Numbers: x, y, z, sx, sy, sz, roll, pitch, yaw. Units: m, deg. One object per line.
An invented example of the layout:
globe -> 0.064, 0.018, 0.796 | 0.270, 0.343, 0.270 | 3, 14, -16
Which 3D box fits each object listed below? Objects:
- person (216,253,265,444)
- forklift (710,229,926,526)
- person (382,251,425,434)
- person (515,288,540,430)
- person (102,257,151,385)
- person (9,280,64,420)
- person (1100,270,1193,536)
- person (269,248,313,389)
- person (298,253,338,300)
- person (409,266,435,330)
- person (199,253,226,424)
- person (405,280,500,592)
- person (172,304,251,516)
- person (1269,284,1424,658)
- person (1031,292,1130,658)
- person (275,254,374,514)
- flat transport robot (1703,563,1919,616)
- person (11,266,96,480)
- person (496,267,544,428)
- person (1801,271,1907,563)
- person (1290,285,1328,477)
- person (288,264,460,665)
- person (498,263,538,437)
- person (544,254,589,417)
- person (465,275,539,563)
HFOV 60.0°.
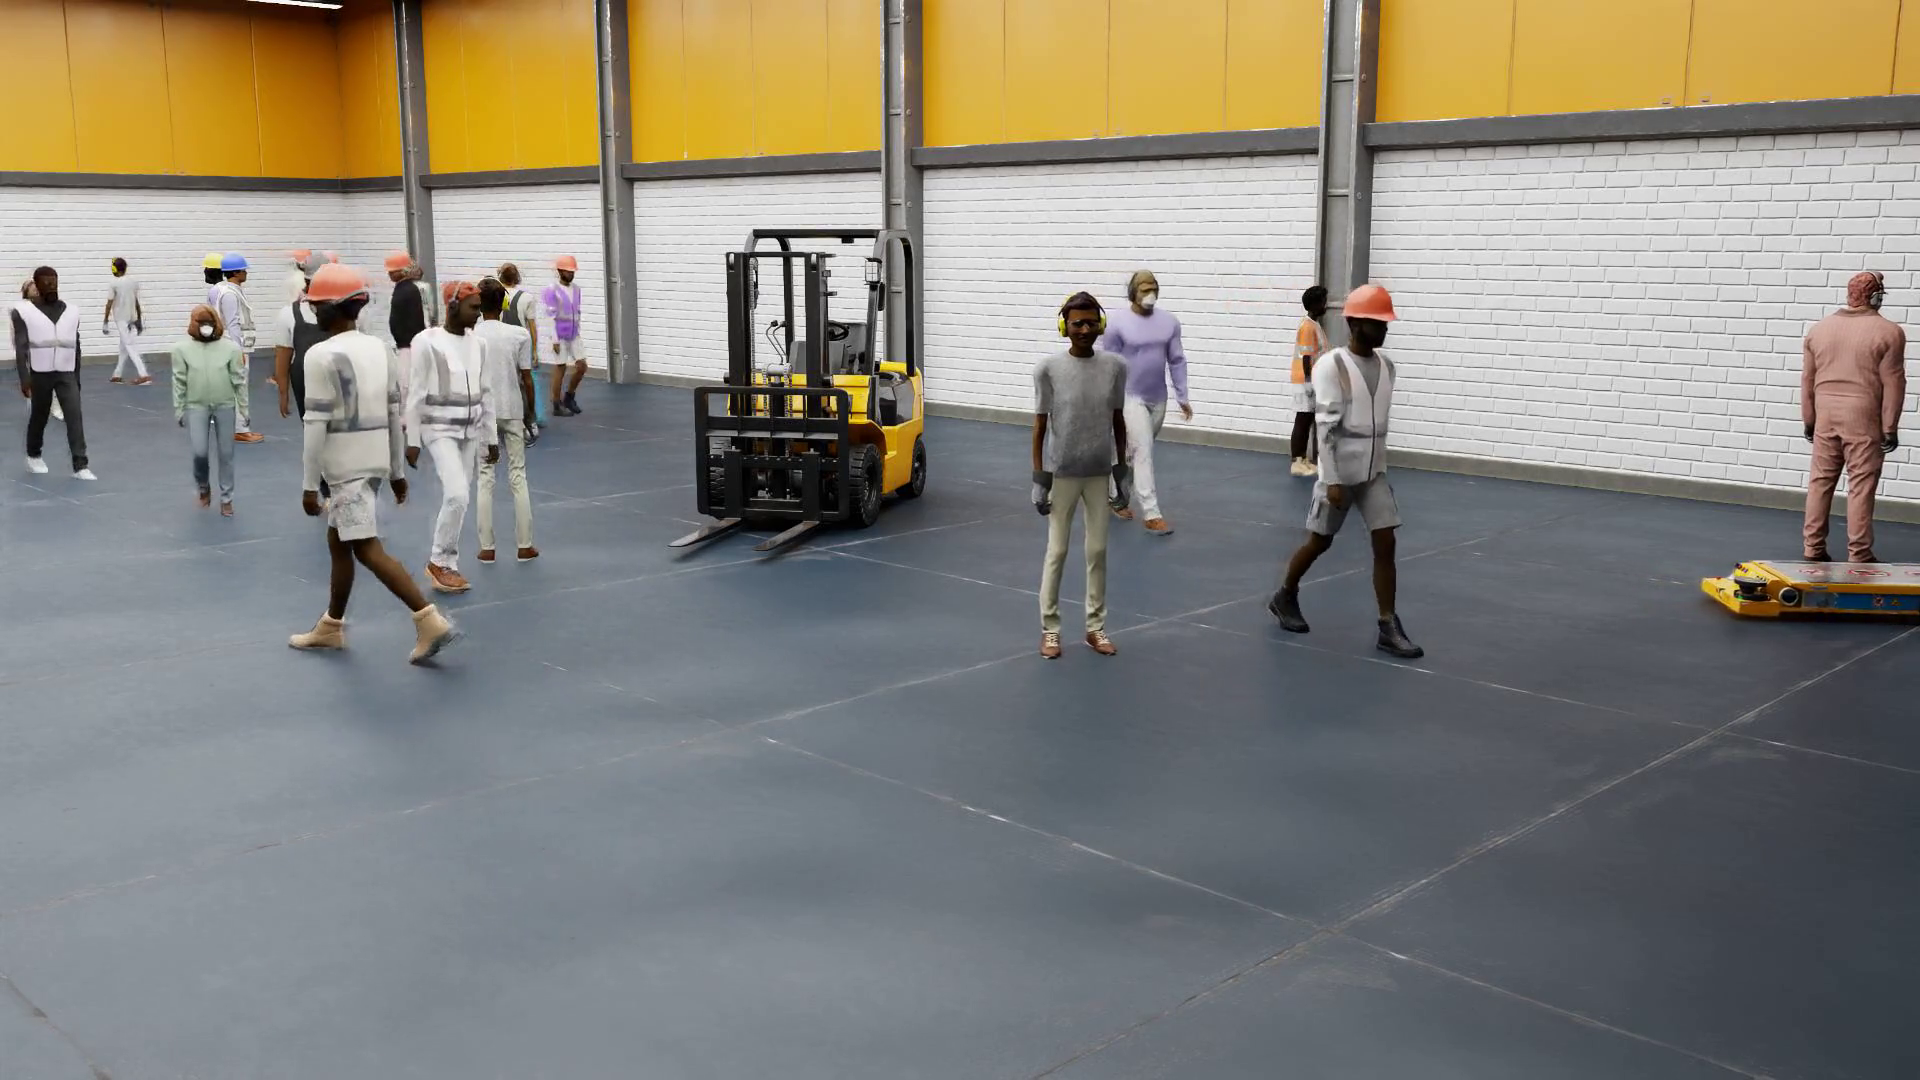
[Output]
person -> -7.419, -1.965, 17.107 | 0.386, 1.948, 0.614 | -4, 11, -22
forklift -> -1.050, -1.319, 12.920 | 1.214, 2.155, 2.313 | 2, 11, 13
person -> -5.828, -2.088, 17.751 | 0.626, 1.958, 0.681 | -6, 12, -30
person -> -4.850, -1.957, 18.004 | 0.557, 1.604, 0.702 | 4, 11, 20
person -> -11.976, -3.119, 23.822 | 0.925, 1.828, 0.551 | 3, 11, 17
person -> -10.583, -2.165, 19.081 | 0.512, 1.617, 0.679 | -9, 14, -41
person -> 1.311, -1.023, 12.143 | 0.638, 1.894, 1.018 | -5, 12, -27
person -> -9.123, -3.053, 23.040 | 0.956, 1.959, 0.626 | -2, 11, -12
person -> -6.696, -2.064, 17.695 | 0.648, 1.933, 0.988 | -4, 11, -22
person -> -8.772, -3.620, 26.987 | 0.511, 1.637, 0.310 | 2, 11, 13
person -> -8.383, -2.284, 18.899 | 0.359, 1.930, 0.590 | -2, 11, -9
person -> -3.008, -0.606, 9.930 | 0.489, 1.862, 0.614 | 6, 12, 28
person -> -5.669, -0.977, 12.614 | 0.516, 1.618, 0.355 | -5, 11, -24
person -> 2.009, -0.383, 8.651 | 0.546, 1.898, 0.981 | -5, 12, -27
person -> 0.611, -0.319, 8.405 | 0.516, 1.857, 0.334 | -2, 11, -13
person -> -4.749, -1.156, 12.447 | 0.703, 2.000, 1.033 | -2, 11, -13
flat transport robot -> 5.070, 0.281, 9.443 | 1.431, 0.197, 0.652 | 1, 10, 7
person -> -8.053, -1.481, 14.702 | 0.996, 1.885, 0.600 | 8, 13, 38
person -> -5.008, -2.145, 18.539 | 1.011, 1.780, 0.559 | 8, 13, 39
person -> 5.722, -0.760, 10.654 | 0.399, 1.908, 0.643 | -6, 12, -31
person -> 3.109, -1.413, 14.807 | 0.320, 1.694, 0.531 | 4, 11, 21
person -> -2.963, -0.370, 8.297 | 1.028, 2.005, 0.617 | 3, 11, 15
person -> -4.723, -1.996, 17.563 | 0.514, 1.844, 0.327 | -3, 11, -15
person -> -4.627, -2.398, 19.577 | 0.496, 1.911, 0.620 | 6, 12, 29
person -> -3.013, -0.773, 10.856 | 0.511, 1.862, 0.328 | -3, 11, -13
